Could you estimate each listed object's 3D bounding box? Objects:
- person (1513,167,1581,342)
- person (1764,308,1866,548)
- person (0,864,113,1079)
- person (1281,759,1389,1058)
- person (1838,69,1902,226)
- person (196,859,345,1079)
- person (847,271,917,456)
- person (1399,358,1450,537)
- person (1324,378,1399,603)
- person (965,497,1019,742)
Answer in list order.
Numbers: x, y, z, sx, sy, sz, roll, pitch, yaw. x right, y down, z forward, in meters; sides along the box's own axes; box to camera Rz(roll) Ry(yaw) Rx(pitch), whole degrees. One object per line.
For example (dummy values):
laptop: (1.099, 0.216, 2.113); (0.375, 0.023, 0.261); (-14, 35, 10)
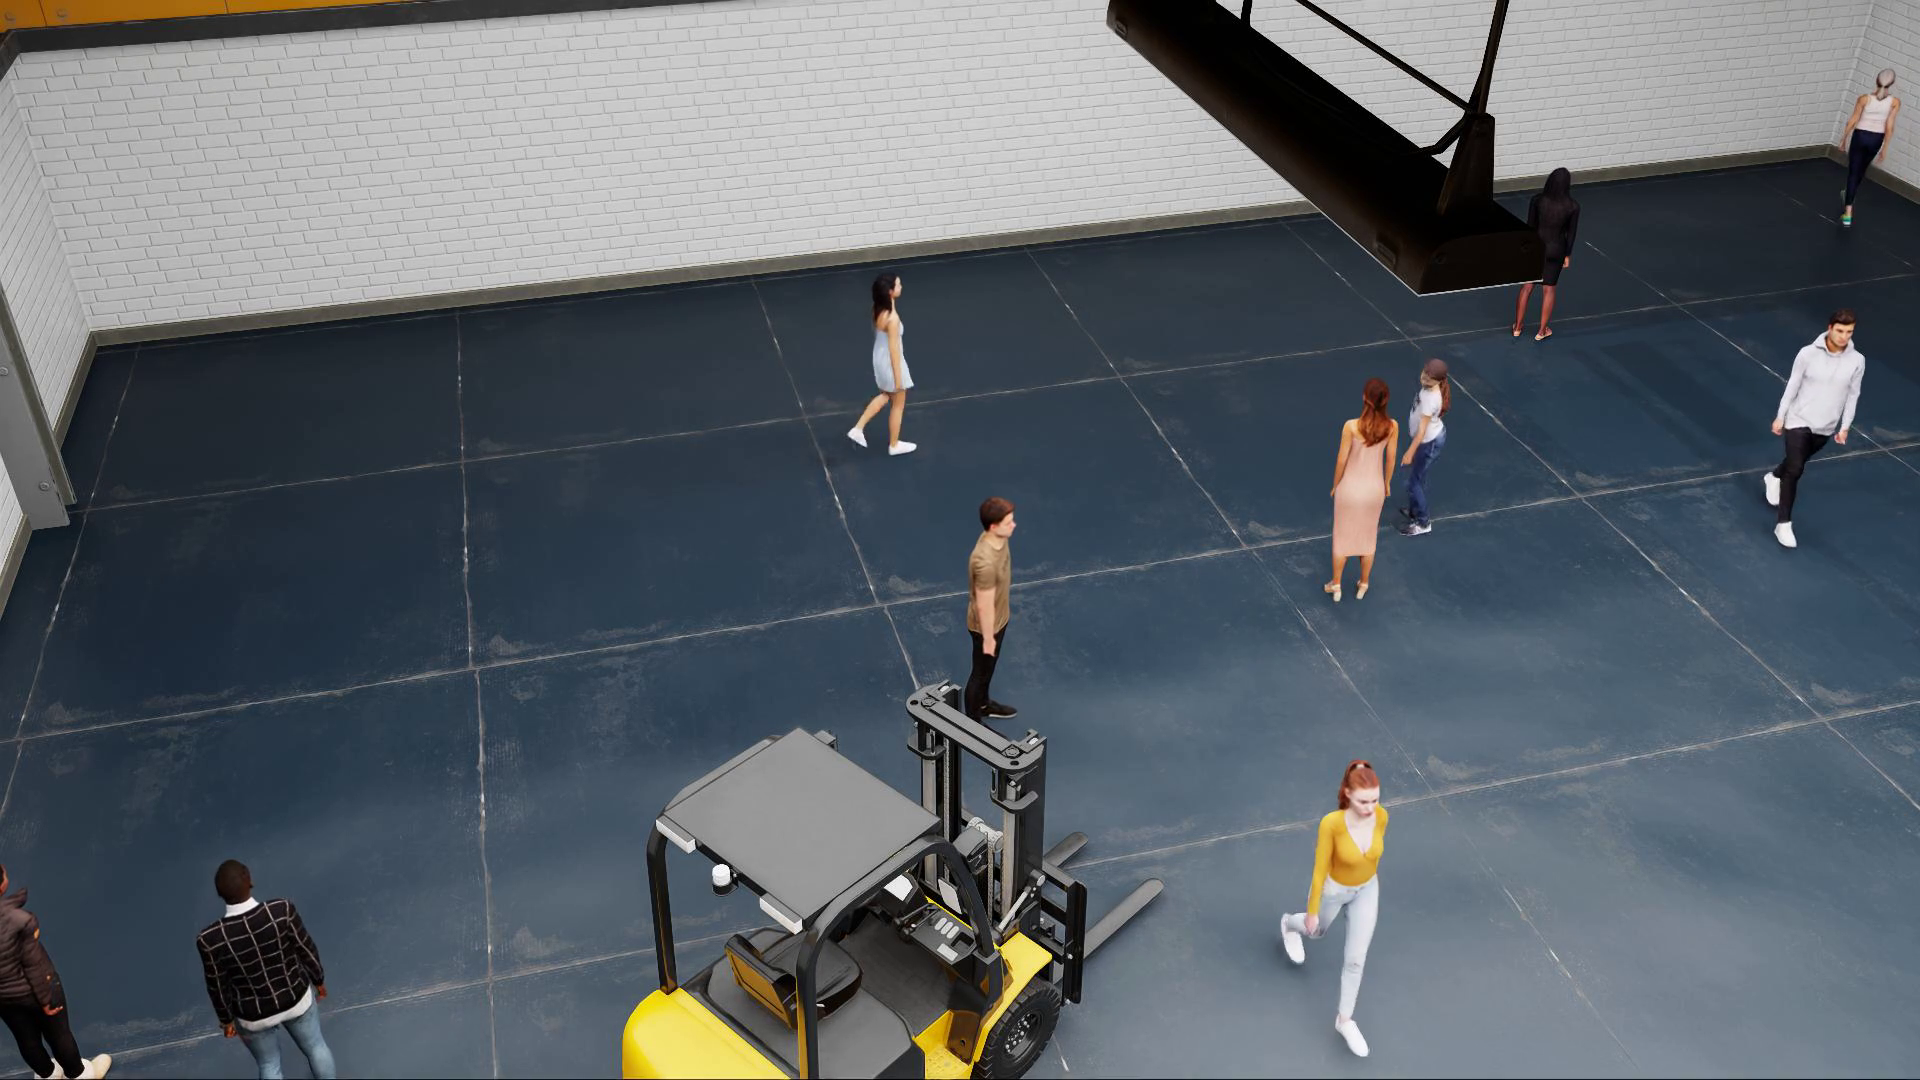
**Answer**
person: (5.603, -2.748, 15.909); (0.673, 1.721, 0.722); (16, 37, 23)
person: (6.670, -0.974, 13.089); (0.995, 1.890, 1.307); (4, 34, 5)
person: (-4.742, 2.273, 8.410); (0.644, 1.660, 0.597); (-8, 34, -12)
person: (2.014, 1.865, 8.976); (0.627, 1.713, 1.178); (-10, 35, -14)
person: (9.946, -4.284, 18.284); (1.043, 1.651, 1.236); (11, 35, 16)
person: (-3.404, 2.289, 8.242); (0.735, 1.820, 0.663); (-19, 38, -26)
person: (-0.684, -1.445, 13.951); (0.758, 1.717, 0.833); (-15, 37, -22)
person: (3.673, -0.800, 13.145); (0.759, 1.537, 0.686); (25, 41, 33)
person: (2.942, -0.357, 12.211); (0.639, 1.832, 0.587); (-1, 34, -1)
person: (0.185, 0.510, 10.892); (0.791, 1.849, 0.655); (7, 34, 10)
